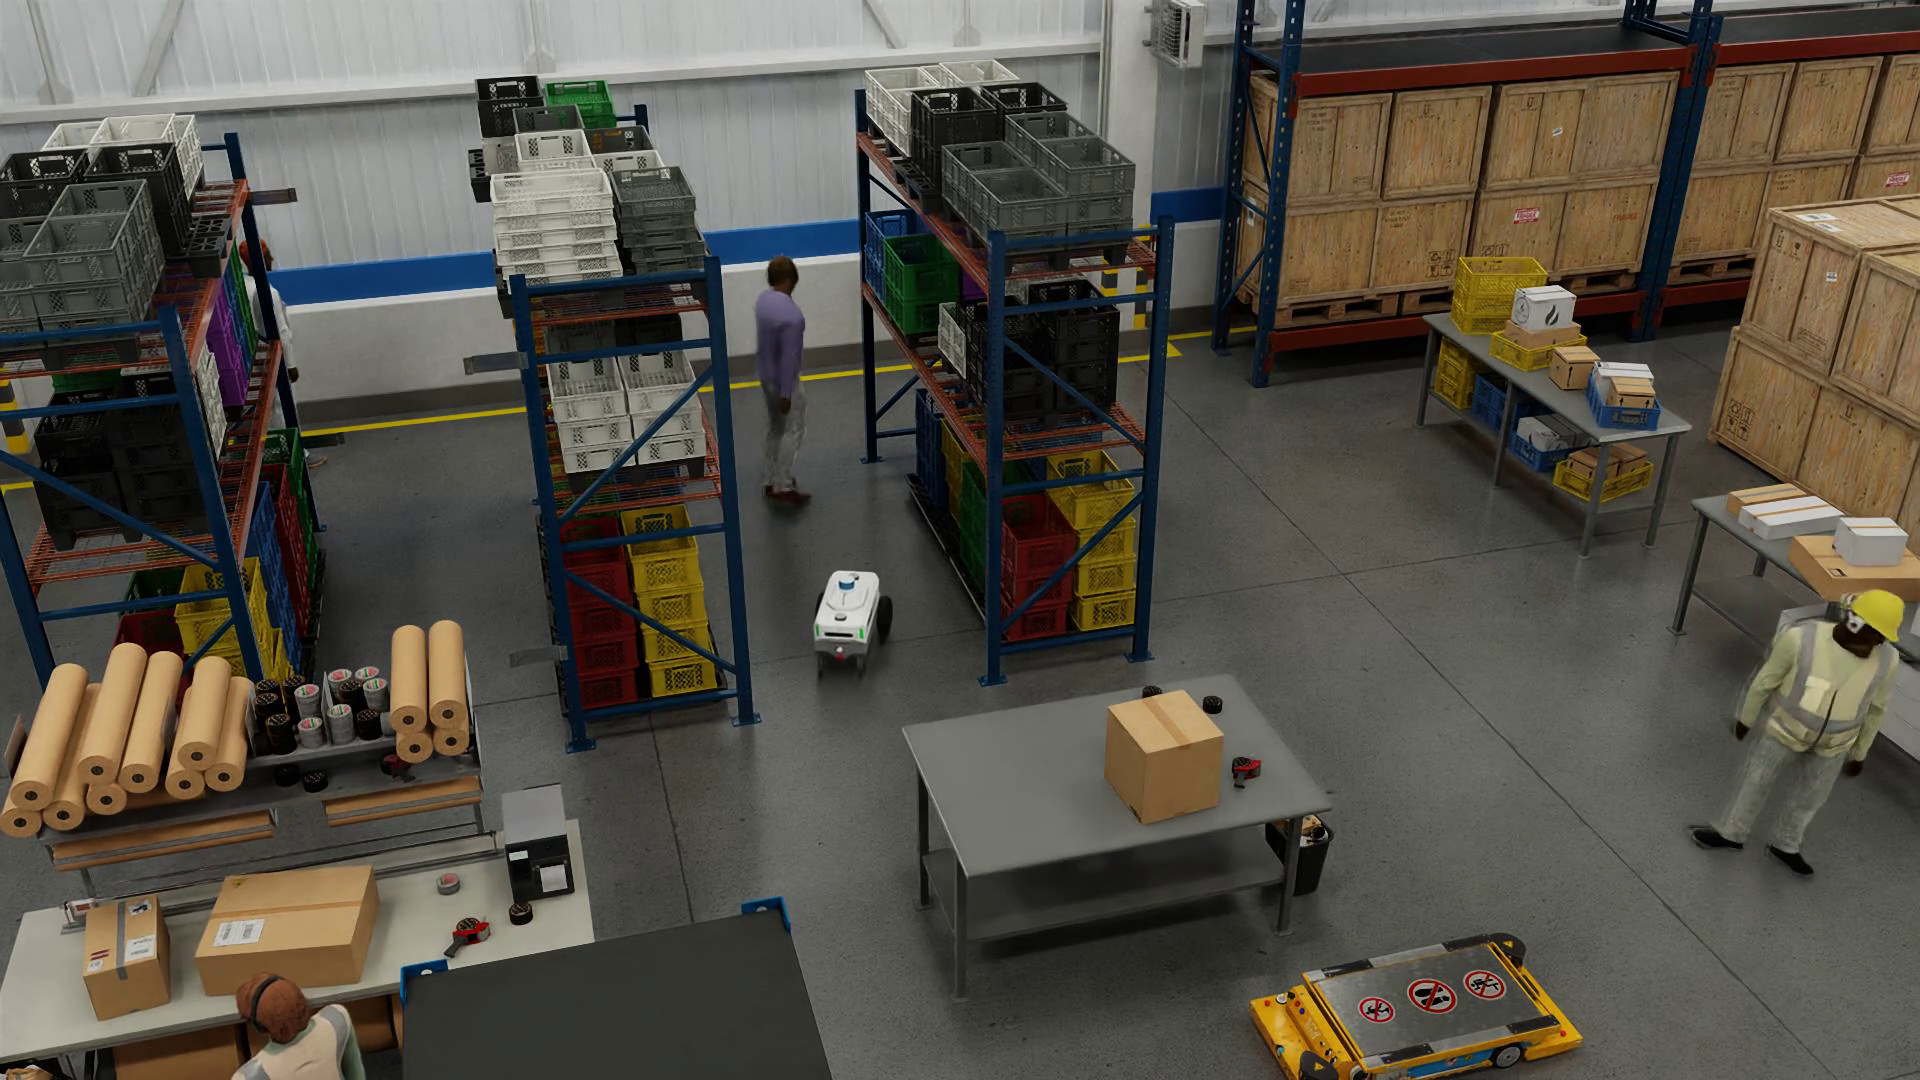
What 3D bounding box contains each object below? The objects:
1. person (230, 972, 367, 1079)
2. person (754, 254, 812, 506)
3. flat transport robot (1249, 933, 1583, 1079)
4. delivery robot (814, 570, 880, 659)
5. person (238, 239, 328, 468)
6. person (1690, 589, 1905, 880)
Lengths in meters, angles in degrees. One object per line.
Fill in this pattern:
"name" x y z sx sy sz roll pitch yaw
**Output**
"person" -2.497 2.347 6.472 0.336 1.626 0.521 21 35 33
"person" -1.370 -1.221 12.681 0.479 1.896 0.662 -16 33 -27
"flat transport robot" 2.184 2.282 7.980 1.431 0.197 0.652 -8 30 -14
"delivery robot" -0.736 0.464 10.903 0.477 0.478 0.707 3 29 5
"person" -5.423 -1.456 13.121 0.575 1.882 0.359 22 36 34
"person" 4.401 1.010 8.743 0.742 1.793 0.405 9 30 16
